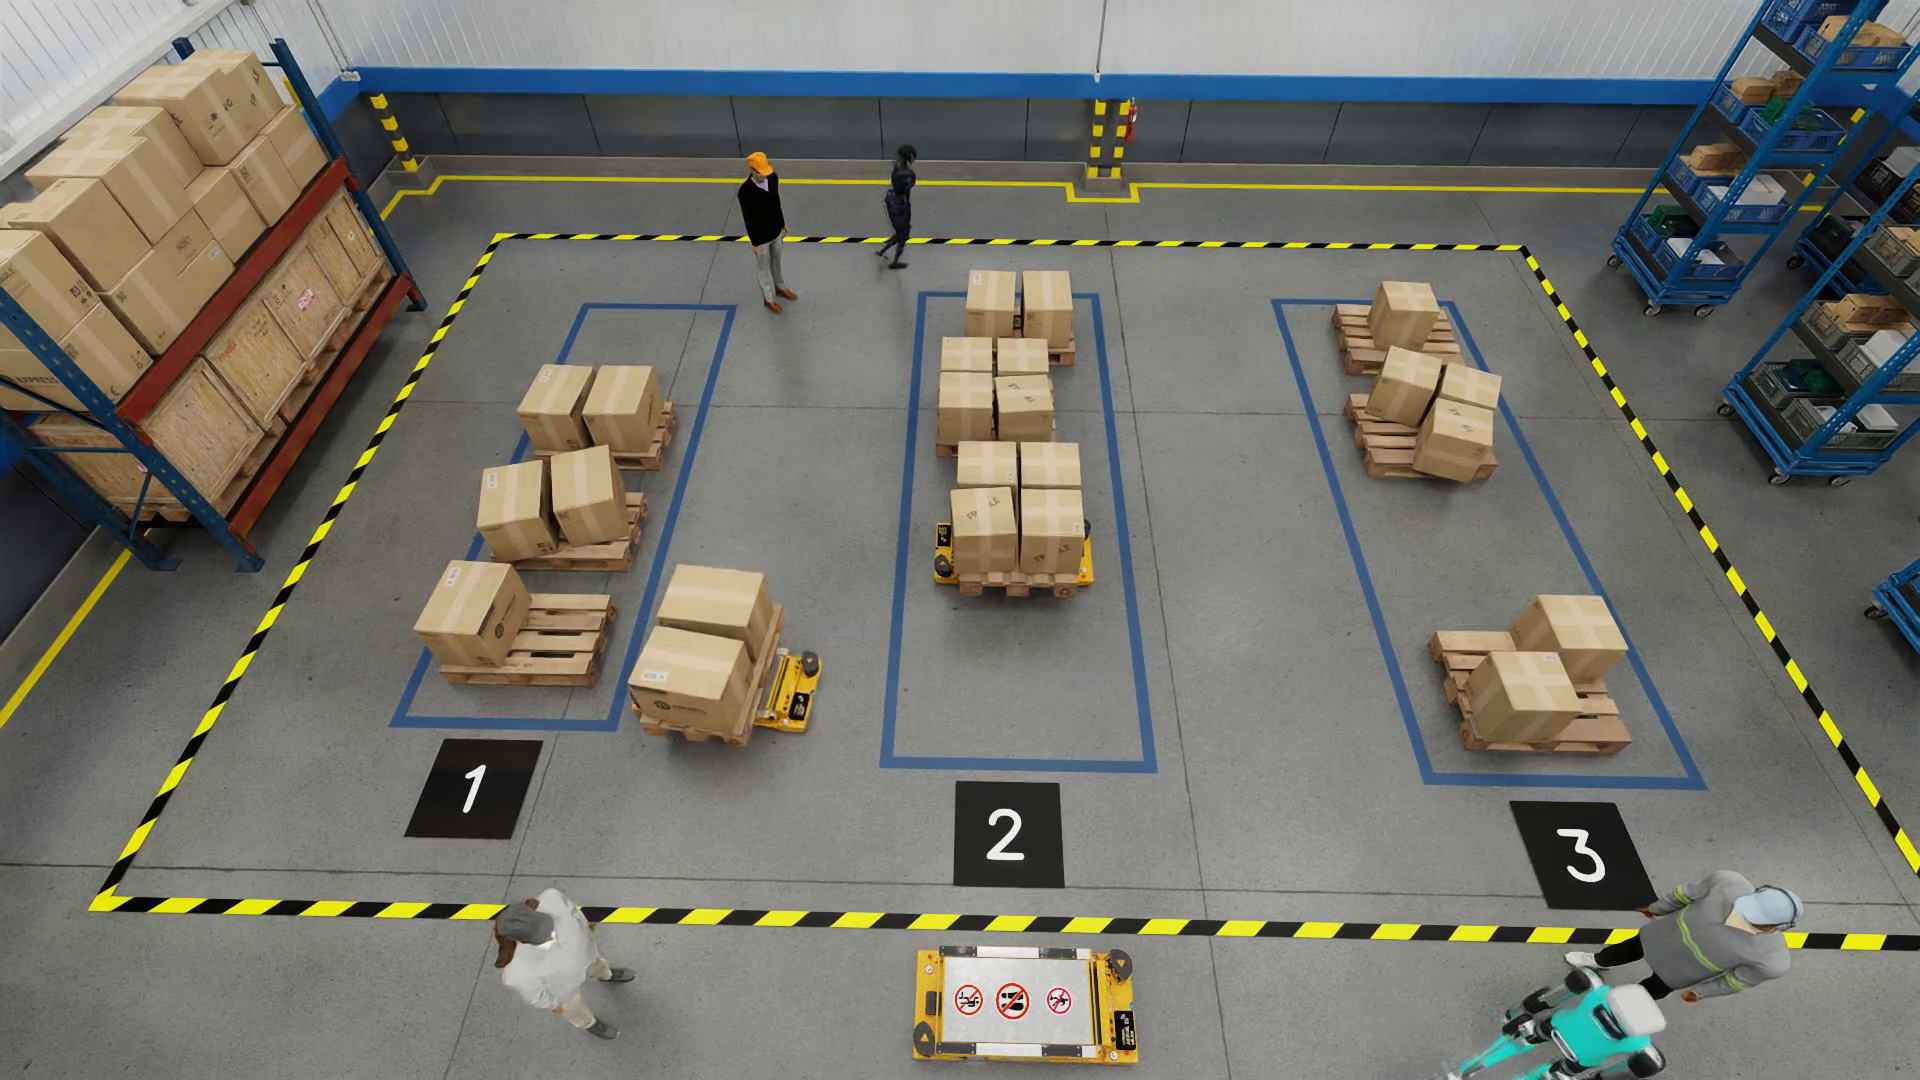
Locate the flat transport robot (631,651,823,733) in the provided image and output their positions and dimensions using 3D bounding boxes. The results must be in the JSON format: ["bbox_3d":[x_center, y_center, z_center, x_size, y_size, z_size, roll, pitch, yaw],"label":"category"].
[{"bbox_3d":[-1.906,1.162,7.520,1.431,0.197,0.652,6,51,5],"label":"flat transport robot"}]

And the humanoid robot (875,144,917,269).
[{"bbox_3d":[-0.756,-3.870,10.738,0.514,1.624,0.628,-13,52,-10],"label":"humanoid robot"}]

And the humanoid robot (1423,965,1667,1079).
[{"bbox_3d":[3.088,2.984,5.157,0.867,1.844,0.545,-17,53,-13],"label":"humanoid robot"}]

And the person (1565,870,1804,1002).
[{"bbox_3d":[4.318,2.437,5.478,0.380,1.852,0.587,-4,51,-3],"label":"person"}]

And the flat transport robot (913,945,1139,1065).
[{"bbox_3d":[0.422,3.041,6.007,1.431,0.231,0.659,1,51,1],"label":"flat transport robot"}]

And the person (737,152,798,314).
[{"bbox_3d":[-2.146,-3.442,10.254,0.391,1.877,0.585,26,55,20],"label":"person"}]

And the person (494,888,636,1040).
[{"bbox_3d":[-2.357,2.518,5.463,0.396,1.769,0.565,7,51,5],"label":"person"}]

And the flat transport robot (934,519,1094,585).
[{"bbox_3d":[0.490,0.087,8.397,1.431,0.197,0.652,1,51,1],"label":"flat transport robot"}]
